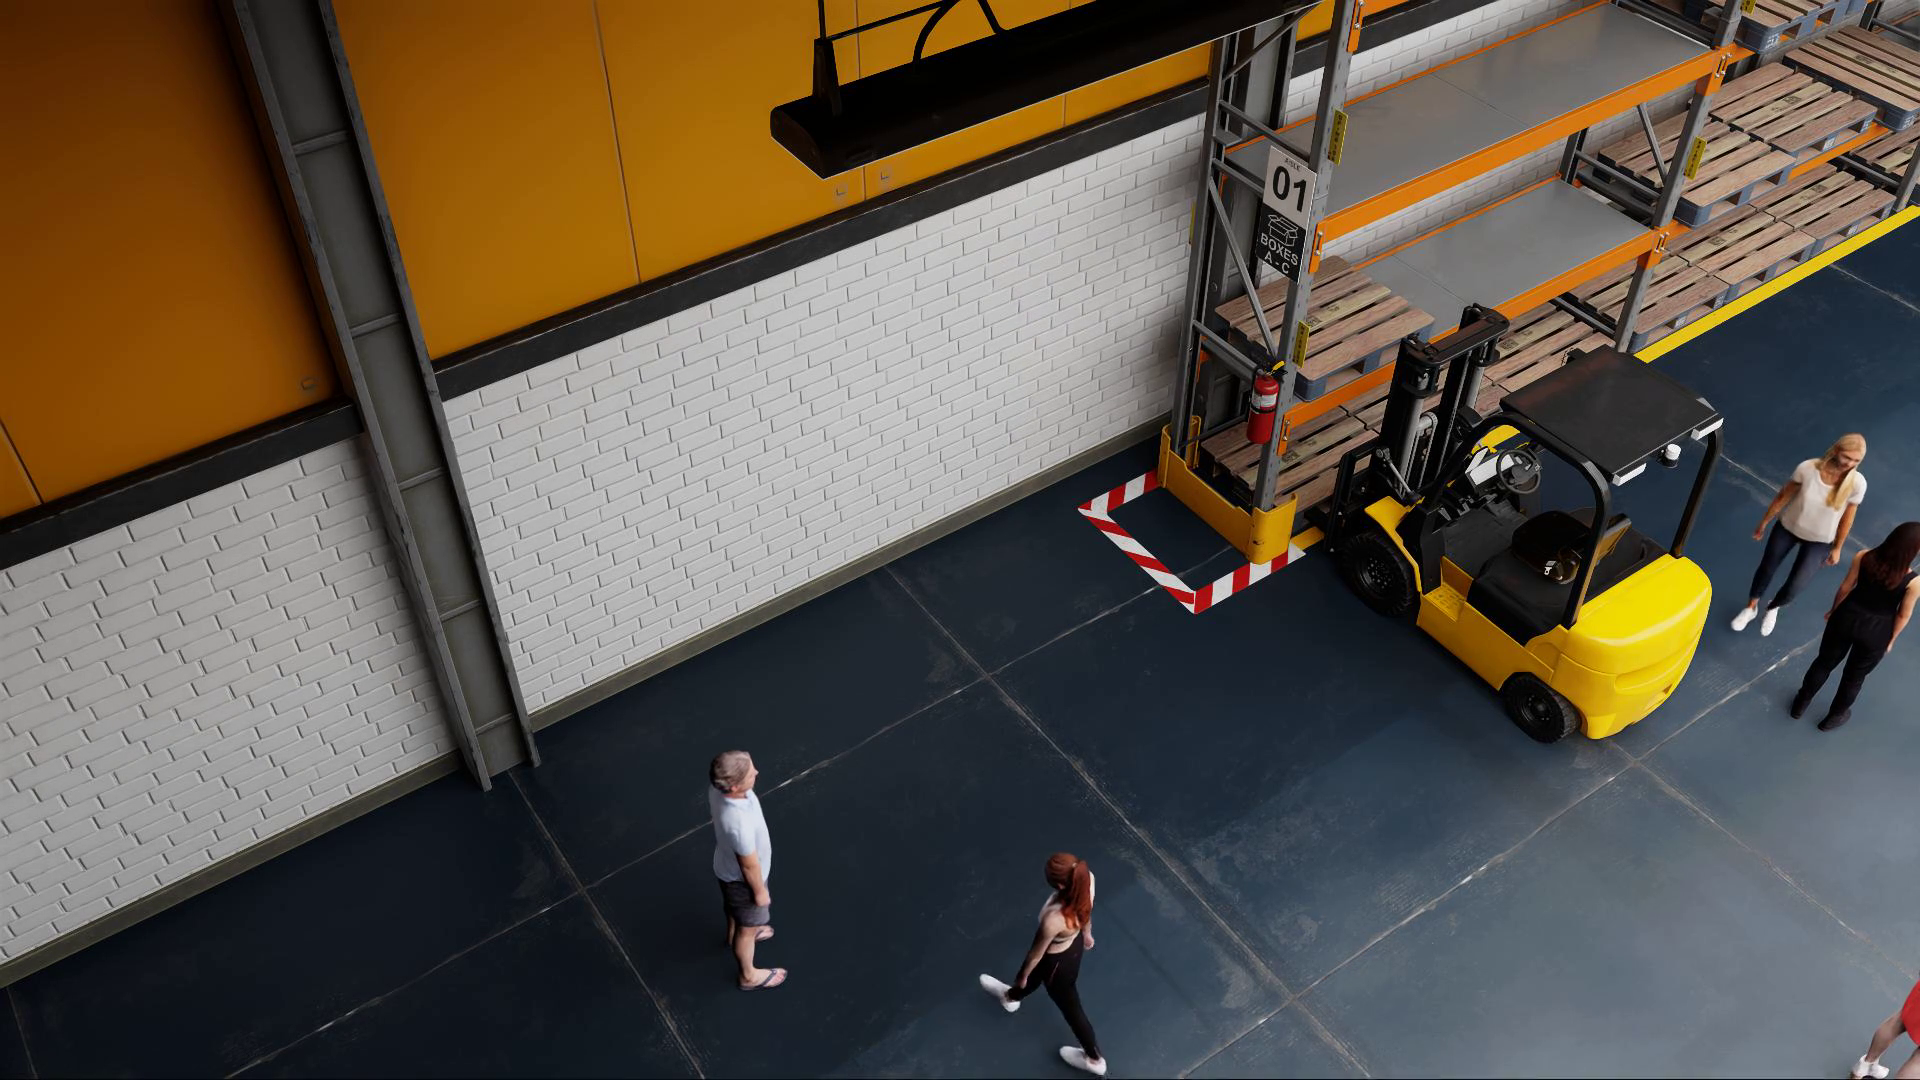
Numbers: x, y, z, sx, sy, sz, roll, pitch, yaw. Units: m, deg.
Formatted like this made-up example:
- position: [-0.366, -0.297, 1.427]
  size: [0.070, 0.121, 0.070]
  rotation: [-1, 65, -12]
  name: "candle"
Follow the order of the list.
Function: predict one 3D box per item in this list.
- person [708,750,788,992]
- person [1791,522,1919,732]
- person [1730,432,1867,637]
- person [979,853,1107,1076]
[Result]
- position: [-1.197, 1.771, 9.036]
  size: [0.667, 1.829, 0.707]
  rotation: [-10, 45, -11]
  name: "person"
- position: [5.648, 0.543, 10.428]
  size: [0.614, 1.686, 0.589]
  rotation: [35, 53, 31]
  name: "person"
- position: [5.598, -0.060, 10.979]
  size: [0.752, 1.801, 0.702]
  rotation: [32, 52, 29]
  name: "person"
- position: [0.594, 2.232, 8.646]
  size: [0.961, 1.698, 1.112]
  rotation: [23, 48, 22]
  name: "person"
